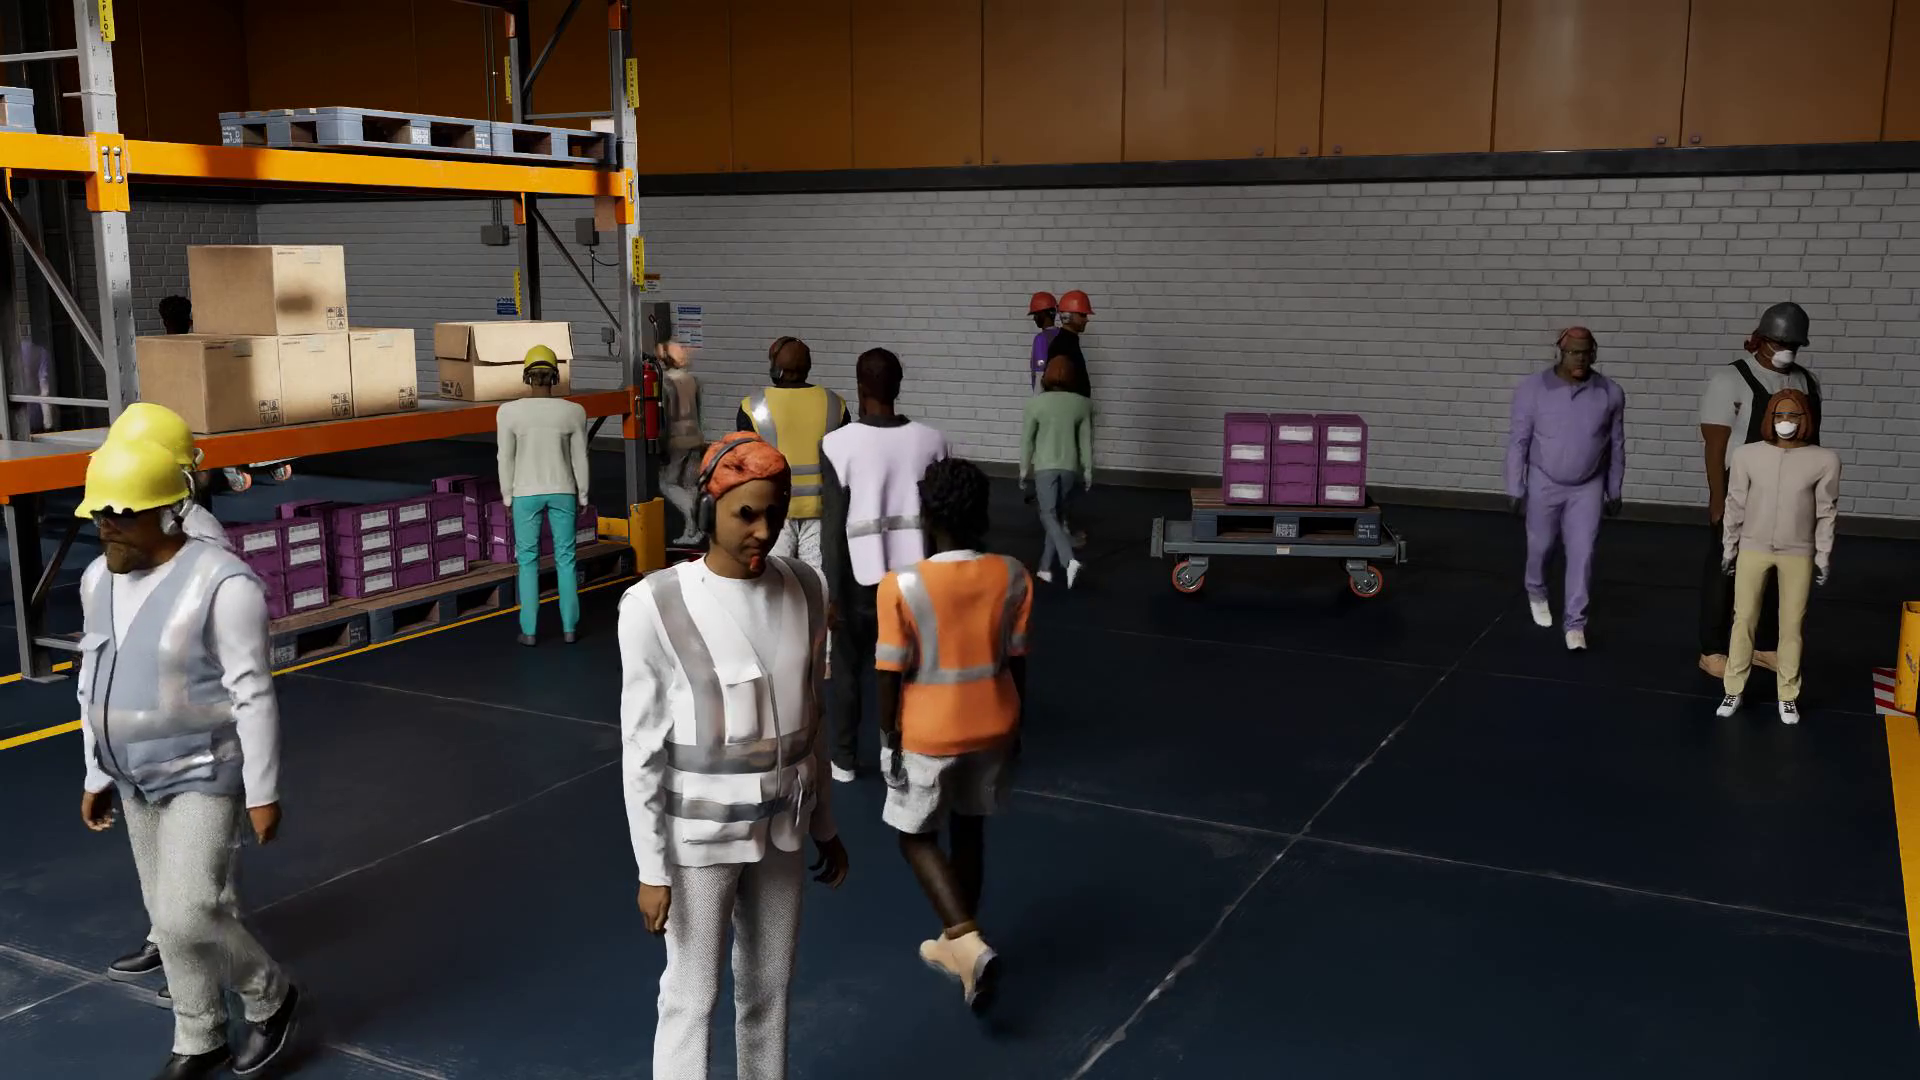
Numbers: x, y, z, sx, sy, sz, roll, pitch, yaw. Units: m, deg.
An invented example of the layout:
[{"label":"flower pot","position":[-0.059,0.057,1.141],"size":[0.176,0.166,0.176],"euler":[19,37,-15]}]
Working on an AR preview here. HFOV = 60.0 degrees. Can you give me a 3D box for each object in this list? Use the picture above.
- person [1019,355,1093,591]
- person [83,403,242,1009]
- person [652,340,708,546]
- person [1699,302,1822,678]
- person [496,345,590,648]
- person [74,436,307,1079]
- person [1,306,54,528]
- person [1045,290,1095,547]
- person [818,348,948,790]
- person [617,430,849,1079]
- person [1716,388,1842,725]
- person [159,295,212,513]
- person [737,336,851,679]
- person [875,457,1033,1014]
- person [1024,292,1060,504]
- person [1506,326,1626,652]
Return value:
[{"label":"person","position":[0.682,-0.458,11.333],"size":[0.512,1.596,0.735],"euler":[-3,10,-17]},{"label":"person","position":[-2.432,0.498,5.085],"size":[0.587,1.837,0.404],"euler":[8,13,40]},{"label":"person","position":[-2.096,-0.722,12.764],"size":[0.477,1.621,0.544],"euler":[6,11,29]},{"label":"person","position":[4.342,-0.270,8.939],"size":[0.673,2.000,0.536],"euler":[-2,10,-13]},{"label":"person","position":[-2.423,-0.257,9.714],"size":[0.530,1.753,0.377],"euler":[-3,10,-19]},{"label":"person","position":[-2.095,0.622,4.432],"size":[0.615,1.815,0.424],"euler":[5,11,28]},{"label":"person","position":[-7.769,-1.007,13.665],"size":[0.594,1.894,0.899],"euler":[-4,11,-24]},{"label":"person","position":[0.854,-0.948,13.003],"size":[0.391,1.990,0.614],"euler":[1,10,7]},{"label":"person","position":[-0.364,0.142,7.007],"size":[0.617,1.882,0.880],"euler":[-5,11,-27]},{"label":"person","position":[-0.506,0.688,3.836],"size":[0.573,1.887,0.355],"euler":[-10,14,-44]},{"label":"person","position":[3.974,0.086,8.099],"size":[0.497,1.618,0.283],"euler":[5,11,28]},{"label":"person","position":[-5.873,-0.862,12.580],"size":[0.602,1.966,0.368],"euler":[1,10,6]},{"label":"person","position":[-0.888,-0.154,8.836],"size":[0.632,1.846,0.429],"euler":[-4,11,-22]},{"label":"person","position":[0.010,0.593,4.996],"size":[0.540,1.679,0.625],"euler":[-5,11,-27]},{"label":"person","position":[0.782,-1.289,15.154],"size":[0.371,1.931,0.543],"euler":[5,11,29]},{"label":"person","position":[3.572,-0.333,9.833],"size":[0.683,1.869,0.925],"euler":[2,10,12]}]
